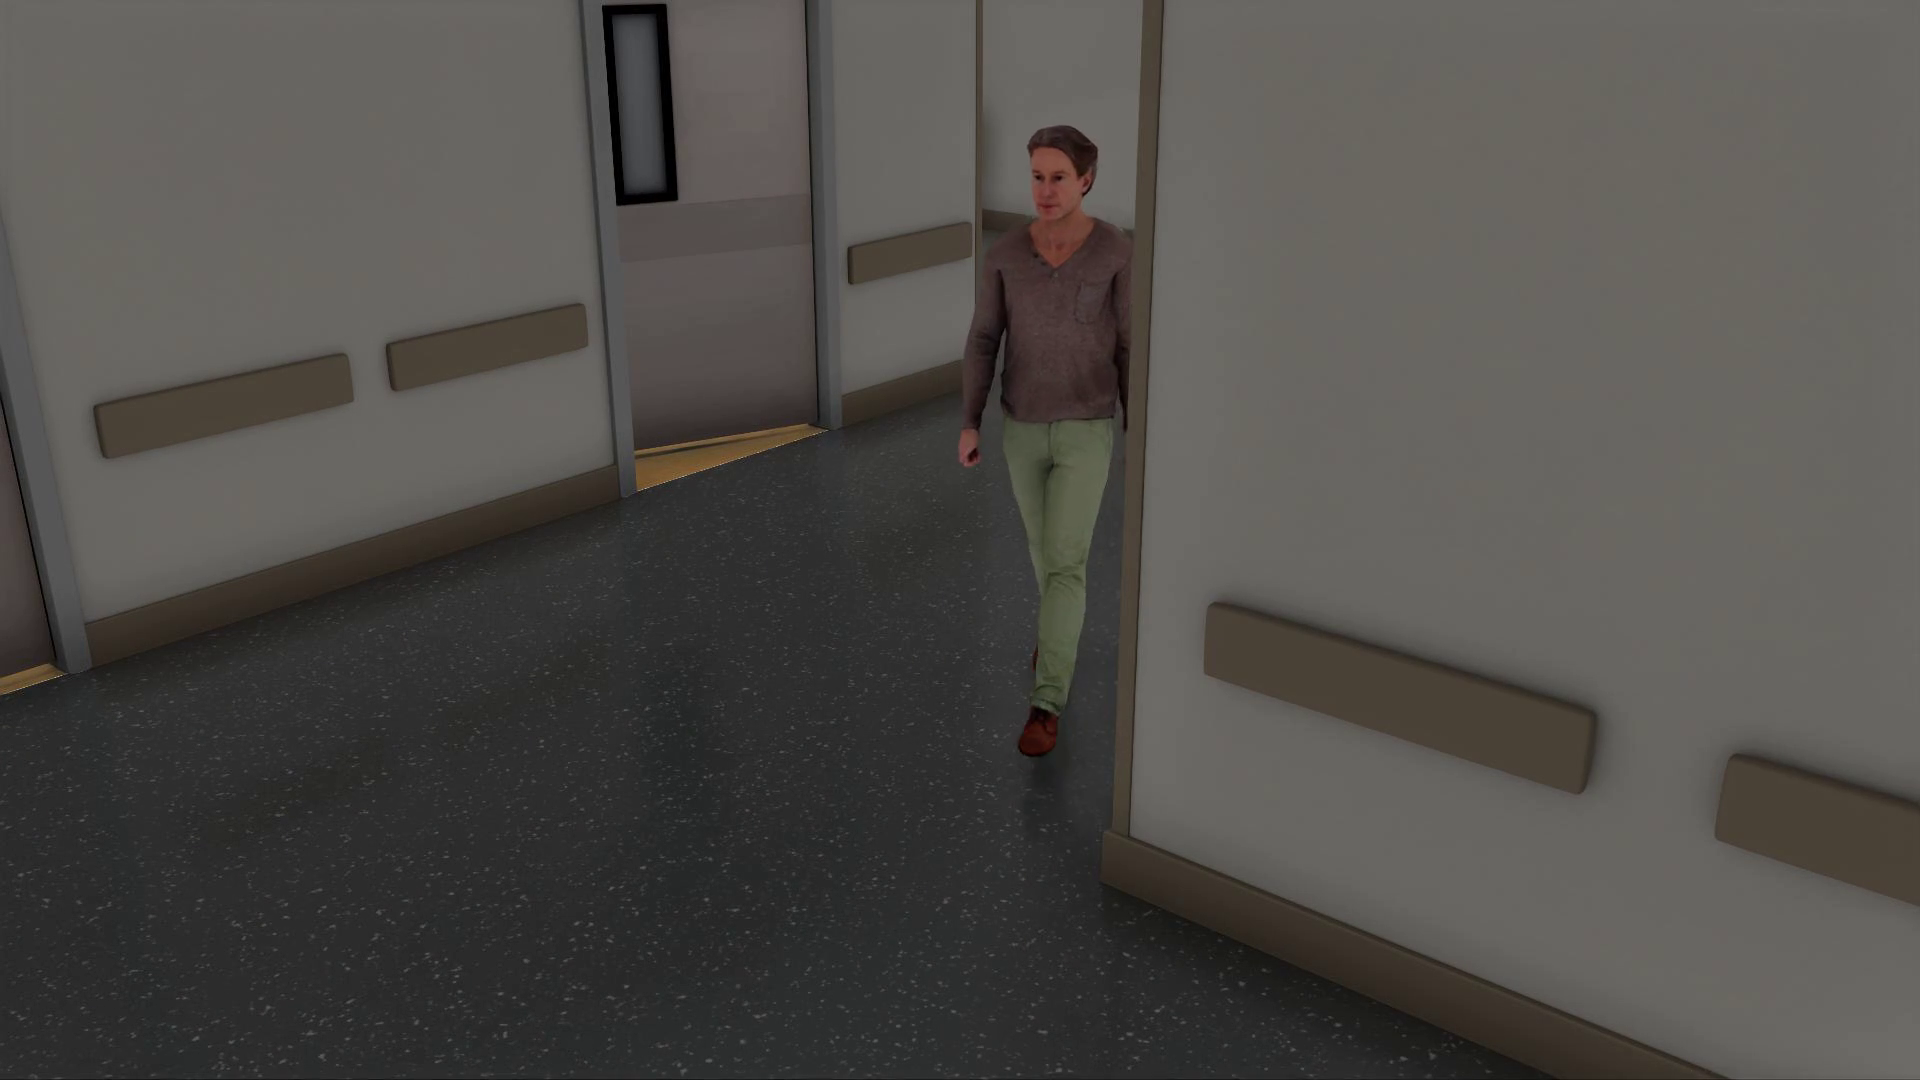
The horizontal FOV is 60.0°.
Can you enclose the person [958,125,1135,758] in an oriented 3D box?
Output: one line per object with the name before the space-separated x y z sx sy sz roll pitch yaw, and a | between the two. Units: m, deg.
person | 0.322 -0.342 5.239 1.040 1.823 1.364 7 22 17
